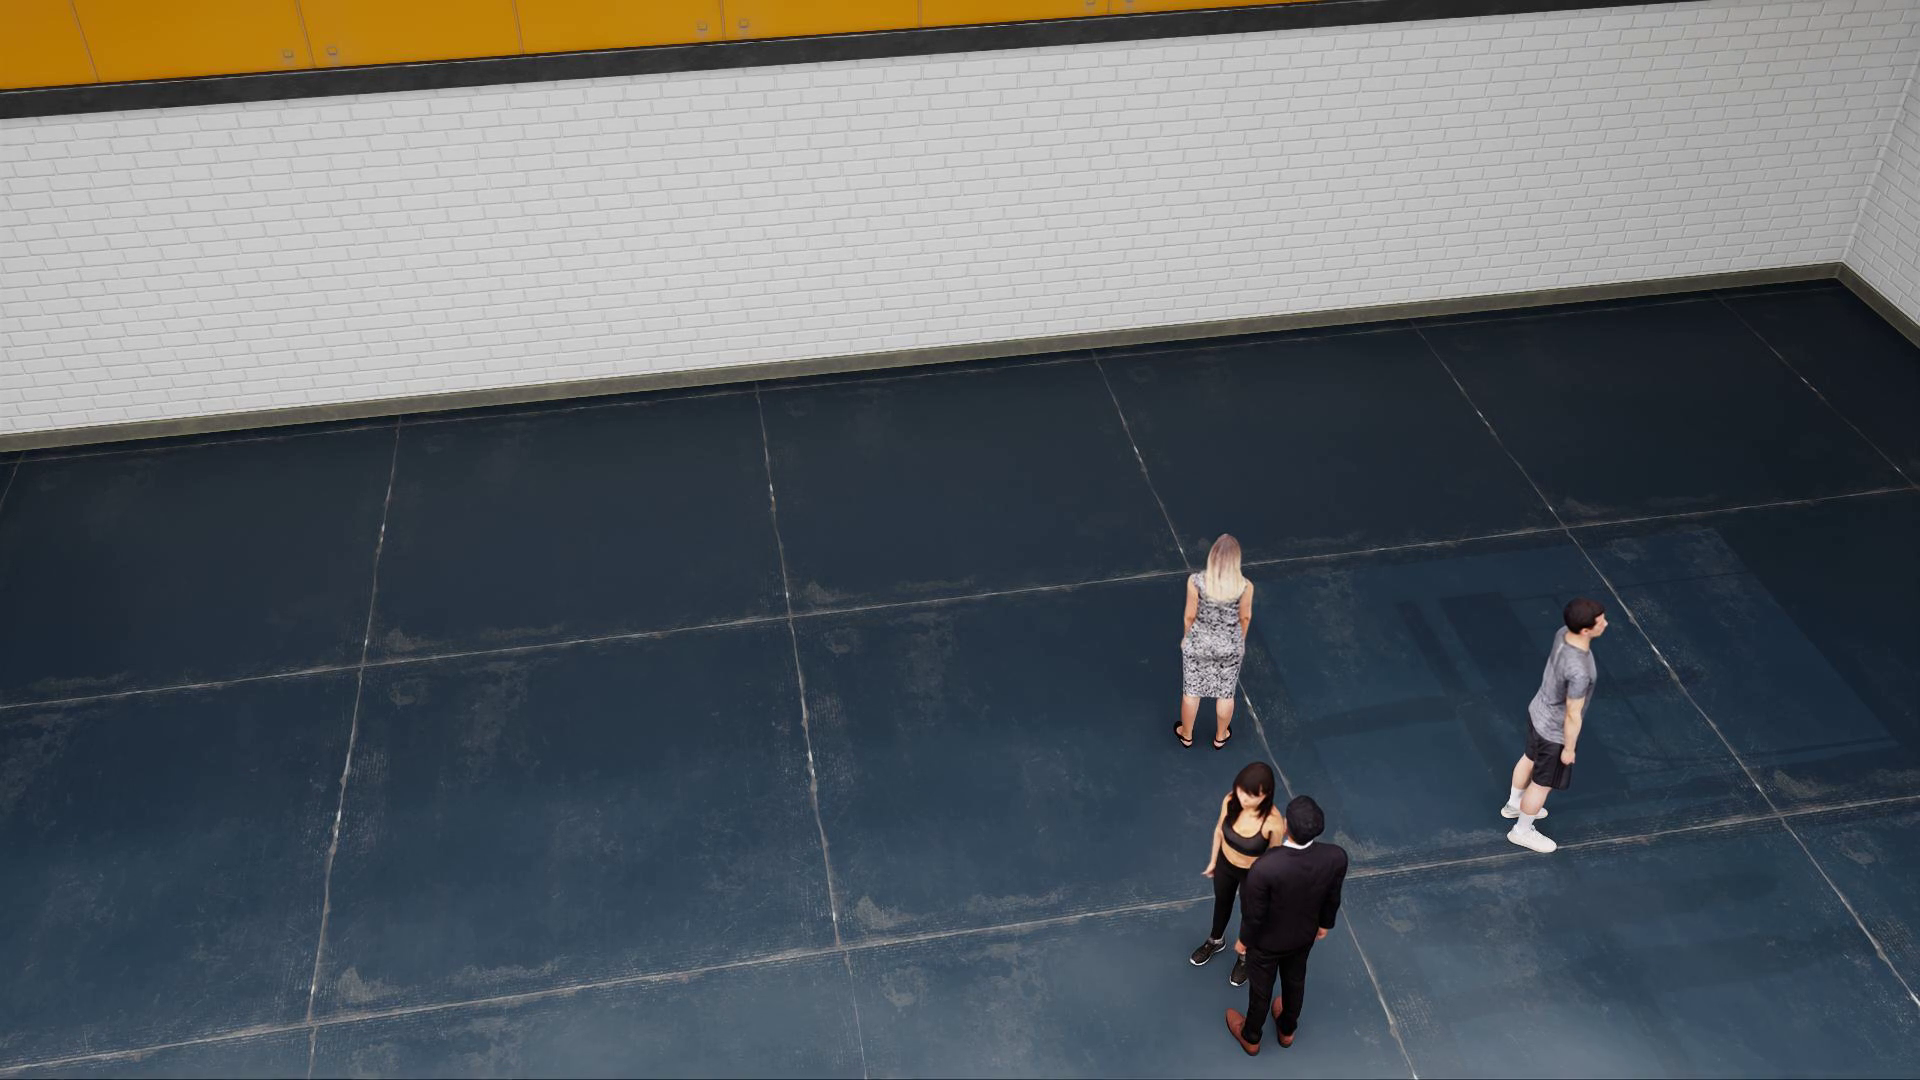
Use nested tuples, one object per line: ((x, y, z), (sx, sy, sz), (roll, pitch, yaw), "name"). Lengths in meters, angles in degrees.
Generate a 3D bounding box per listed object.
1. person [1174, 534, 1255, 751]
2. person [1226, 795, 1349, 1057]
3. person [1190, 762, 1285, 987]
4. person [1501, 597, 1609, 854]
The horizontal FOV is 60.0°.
((1.604, 0.671, 10.530), (0.620, 1.705, 0.594), (5, 39, 6), "person")
((1.692, 2.030, 8.685), (0.713, 1.884, 0.574), (-10, 40, -12), "person")
((1.568, 1.807, 9.158), (0.624, 1.643, 0.695), (26, 46, 29), "person")
((3.533, 1.070, 9.897), (0.775, 1.871, 0.594), (4, 39, 5), "person")
